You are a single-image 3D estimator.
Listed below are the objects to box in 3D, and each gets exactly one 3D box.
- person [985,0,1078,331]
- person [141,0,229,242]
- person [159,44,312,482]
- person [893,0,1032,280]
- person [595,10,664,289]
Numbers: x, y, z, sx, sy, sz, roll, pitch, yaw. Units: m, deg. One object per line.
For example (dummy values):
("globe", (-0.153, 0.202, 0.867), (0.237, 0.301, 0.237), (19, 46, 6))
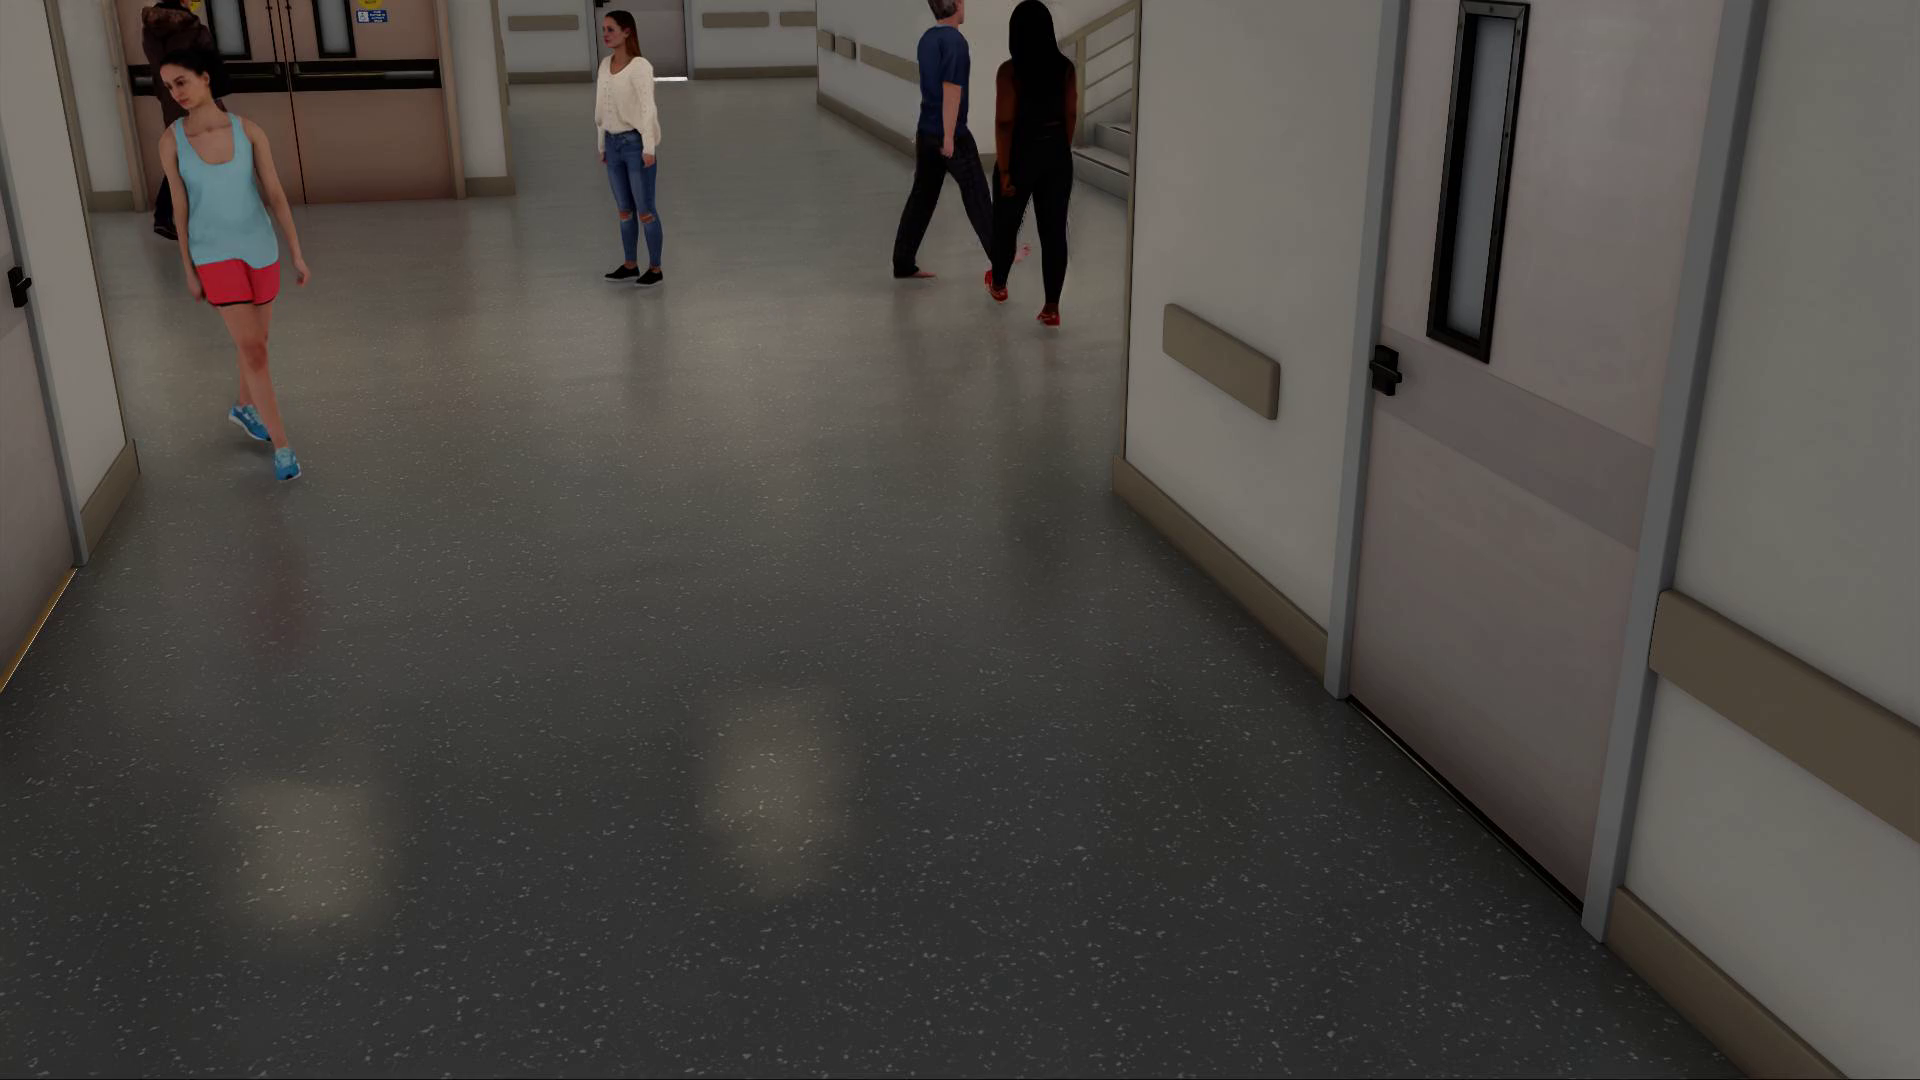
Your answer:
("person", (0.444, -2.043, 9.275), (1.115, 1.769, 0.722), (-5, 21, -12))
("person", (-5.496, -3.007, 11.757), (1.232, 1.812, 1.201), (7, 22, 17))
("person", (-3.045, -1.150, 6.982), (1.187, 1.723, 0.983), (-16, 26, -36))
("person", (-0.191, -2.507, 10.425), (1.210, 1.821, 0.833), (-9, 23, -22))
("person", (-2.070, -2.444, 10.441), (0.711, 1.691, 0.746), (15, 25, 34))
